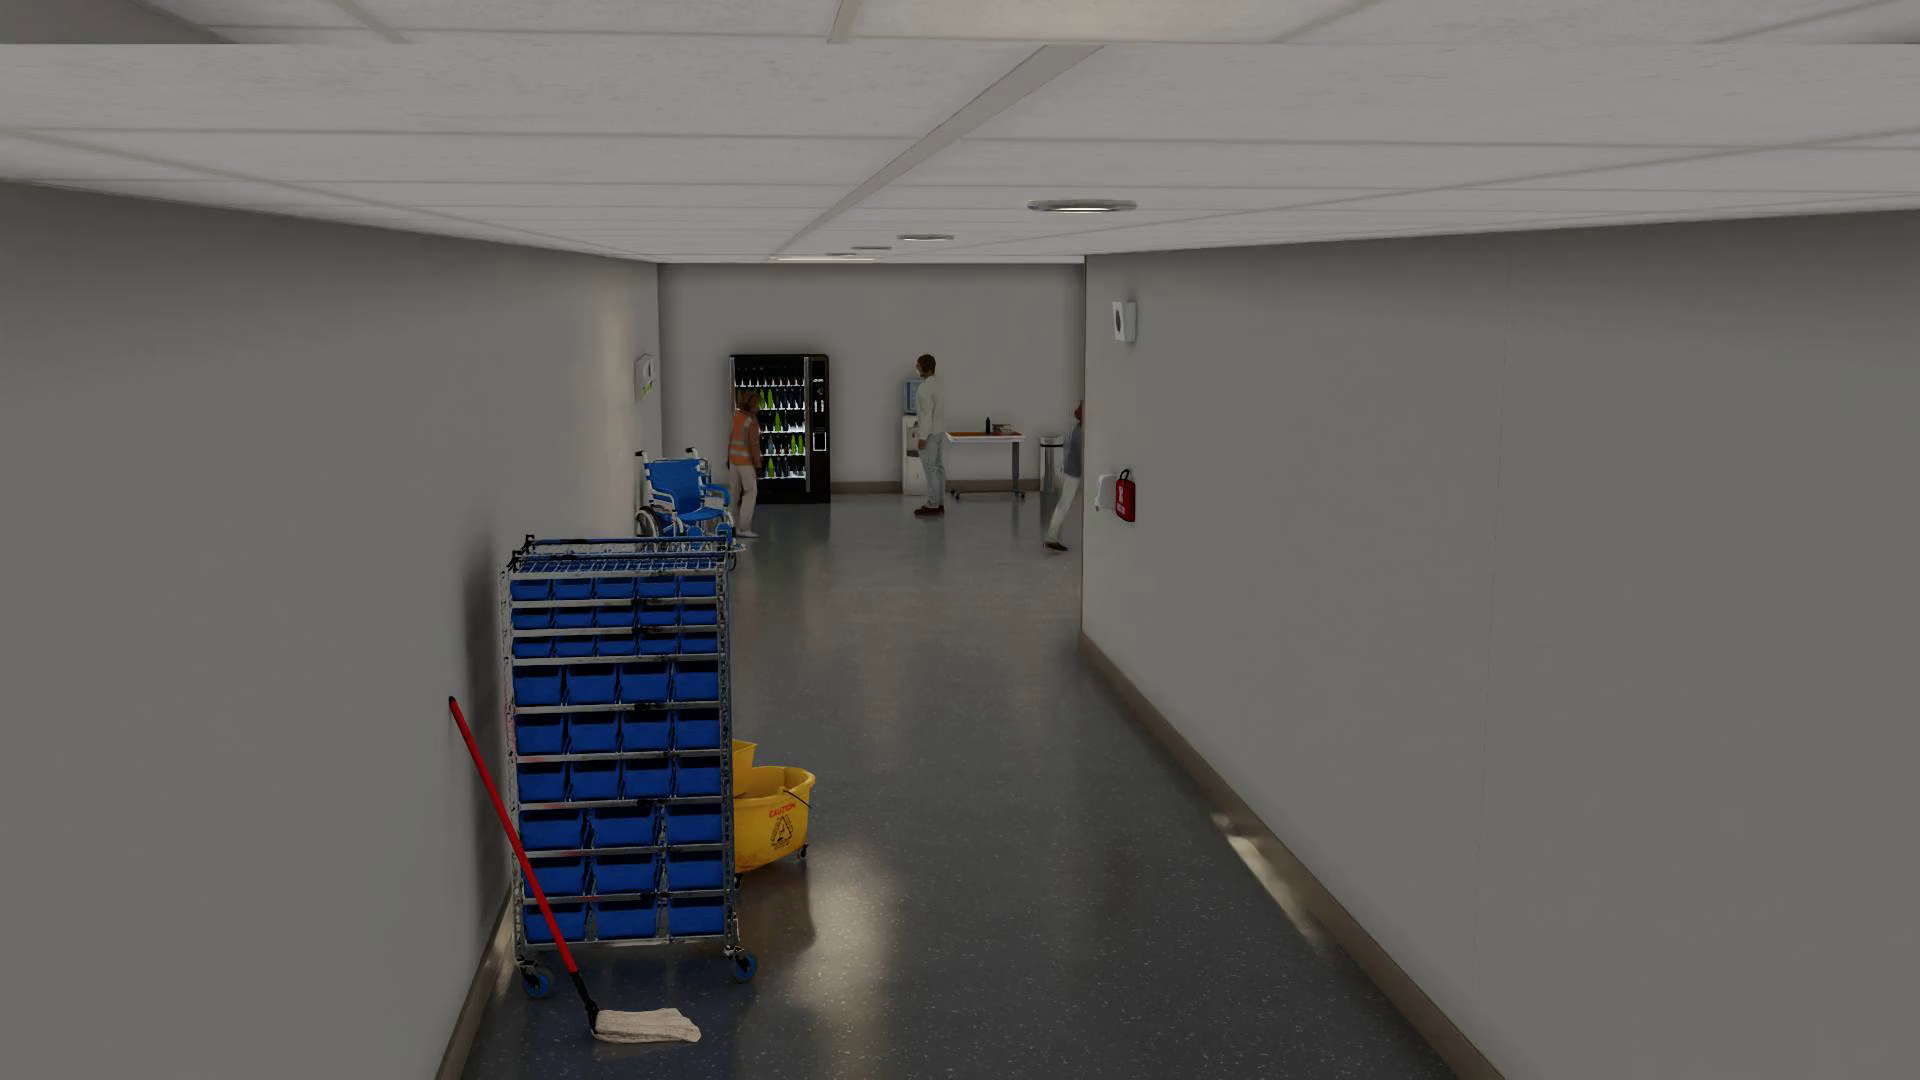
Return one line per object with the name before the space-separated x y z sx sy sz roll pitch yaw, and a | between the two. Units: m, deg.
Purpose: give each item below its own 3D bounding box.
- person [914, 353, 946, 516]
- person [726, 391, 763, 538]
person | -0.358 -1.259 19.897 0.355 1.936 0.635 3 9 16
person | -2.393 -0.836 18.275 0.326 1.611 0.654 -7 11 -36
